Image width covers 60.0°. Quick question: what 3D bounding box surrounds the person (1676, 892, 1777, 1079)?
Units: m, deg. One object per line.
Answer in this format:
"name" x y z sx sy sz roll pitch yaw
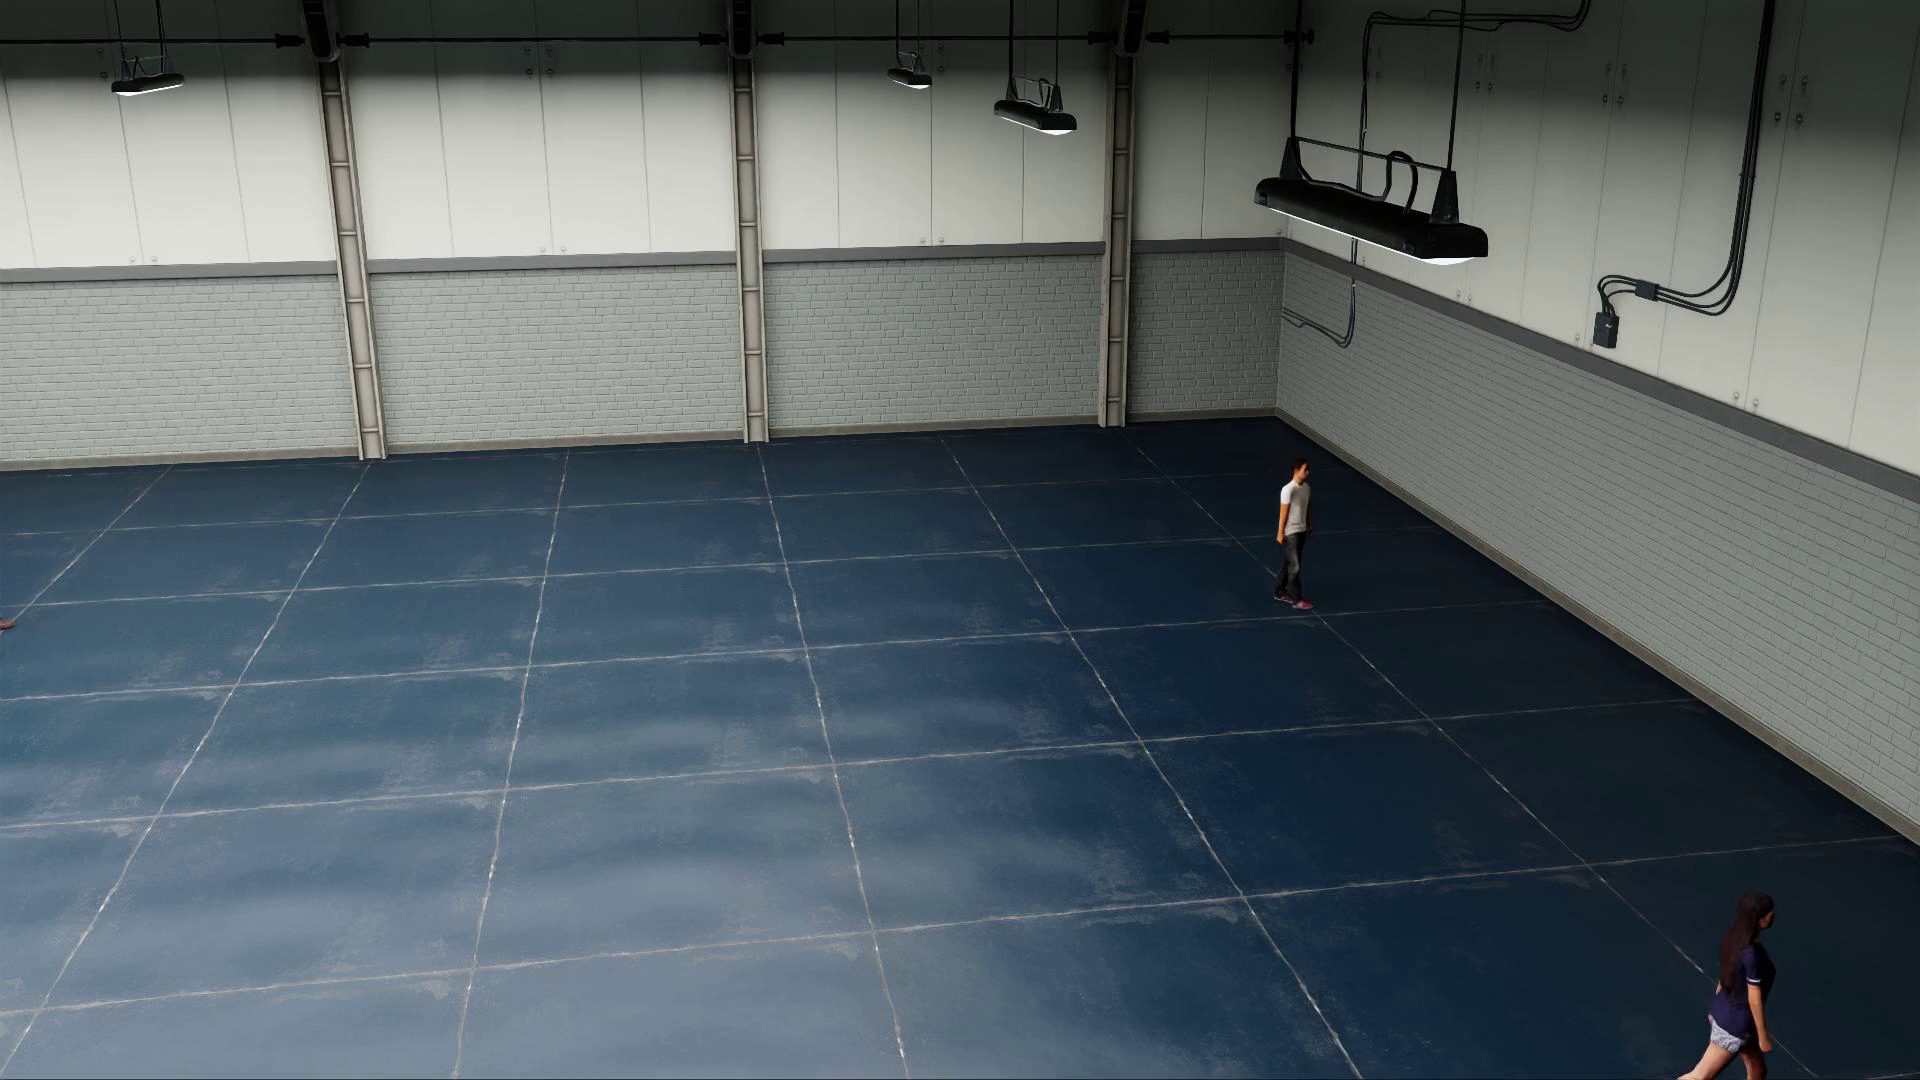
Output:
"person" 4.668 2.987 10.244 1.221 1.723 0.913 5 19 14

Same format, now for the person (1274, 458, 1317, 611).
"person" 3.868 -0.109 19.639 0.985 1.791 0.938 15 24 39
